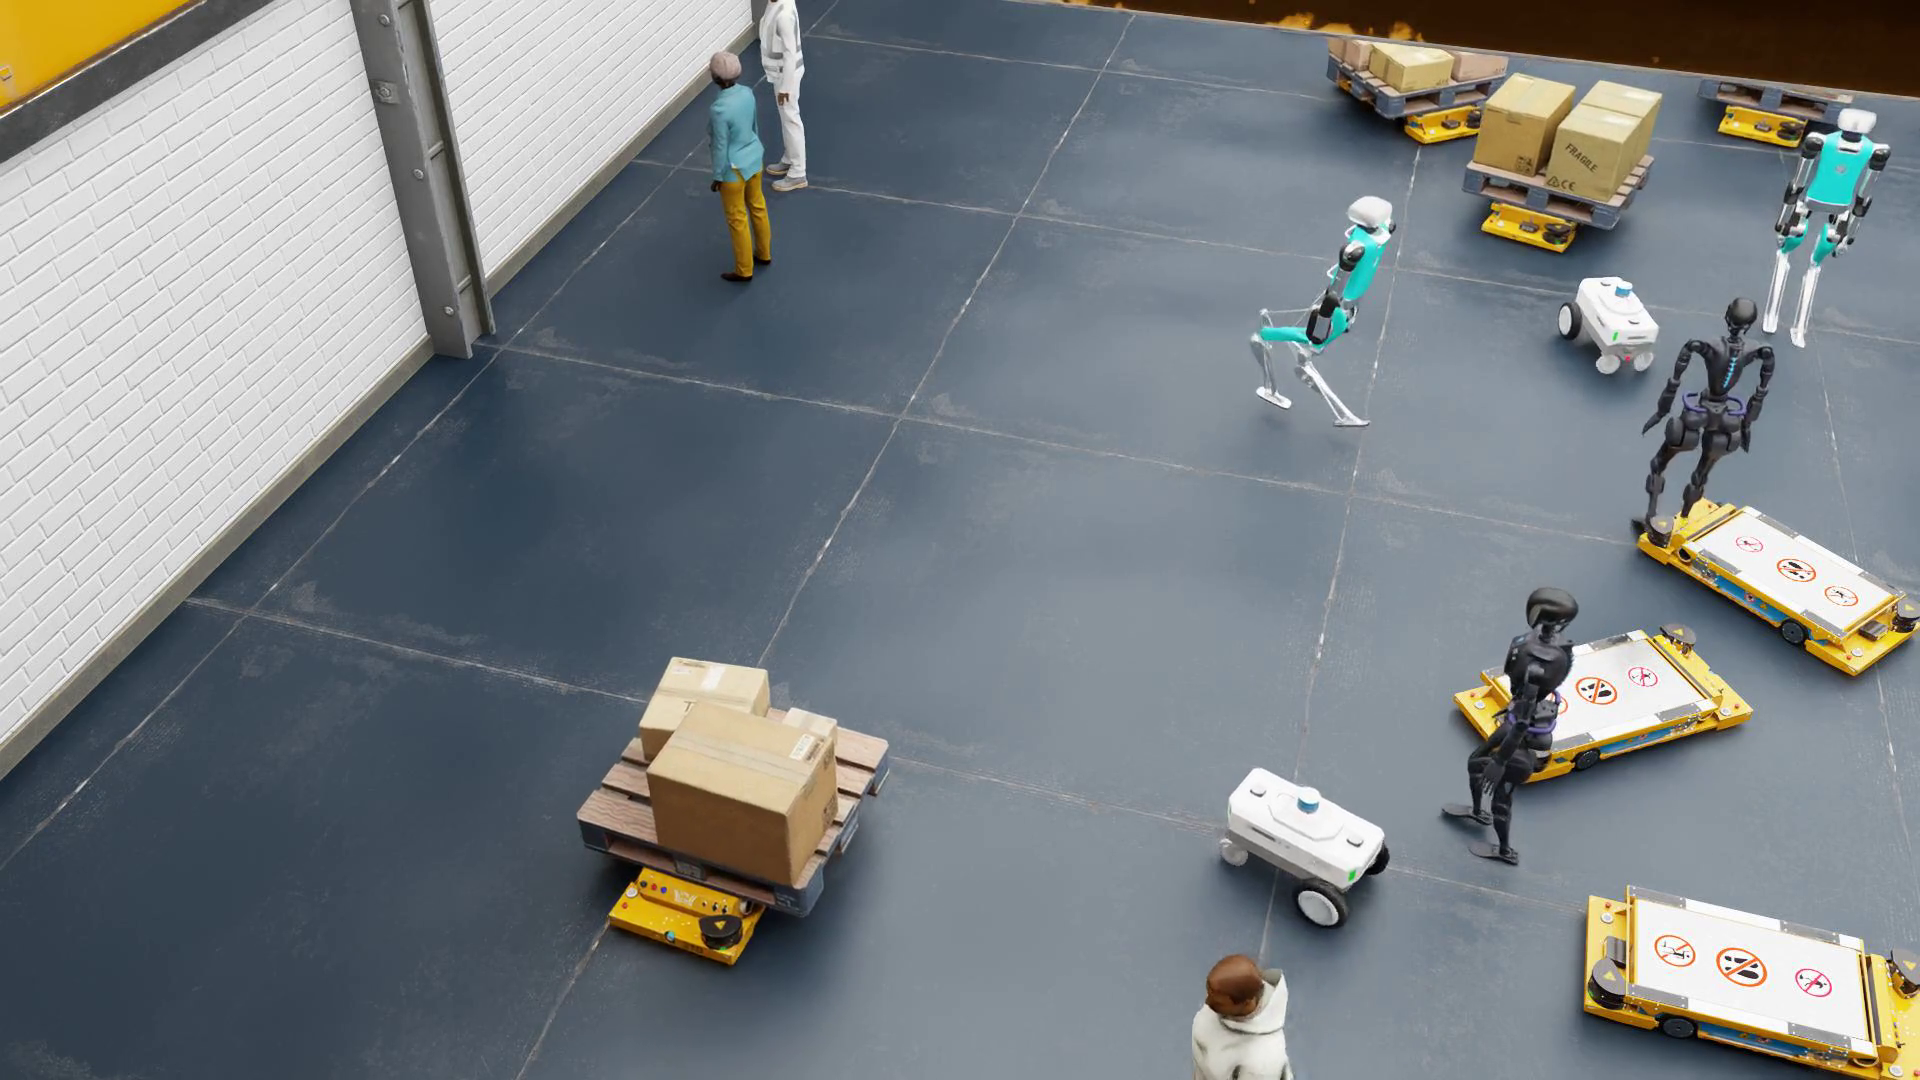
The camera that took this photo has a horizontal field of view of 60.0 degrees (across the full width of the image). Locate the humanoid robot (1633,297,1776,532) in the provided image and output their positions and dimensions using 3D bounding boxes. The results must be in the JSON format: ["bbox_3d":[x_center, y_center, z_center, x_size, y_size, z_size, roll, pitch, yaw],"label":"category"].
[{"bbox_3d":[4.360,-0.708,9.750,0.596,1.652,0.357,7,39,9],"label":"humanoid robot"}]

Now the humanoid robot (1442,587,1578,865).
[{"bbox_3d":[2.586,0.891,7.779,0.392,1.647,0.593,14,41,17],"label":"humanoid robot"}]

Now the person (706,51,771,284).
[{"bbox_3d":[-1.648,-2.731,12.215,0.346,1.754,0.521,19,43,22],"label":"person"}]

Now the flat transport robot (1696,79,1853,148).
[{"bbox_3d":[7.276,-3.913,14.872,0.659,0.231,1.431,20,43,23],"label":"flat transport robot"}]

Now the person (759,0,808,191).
[{"bbox_3d":[-1.429,-3.738,13.364,0.354,1.887,0.572,-7,39,-9],"label":"person"}]

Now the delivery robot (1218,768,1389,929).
[{"bbox_3d":[1.668,1.449,7.989,0.797,0.613,0.499,25,45,28],"label":"delivery robot"}]

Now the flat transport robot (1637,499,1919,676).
[{"bbox_3d":[4.781,0.220,9.731,0.659,0.231,1.431,-24,45,-27],"label":"flat transport robot"}]

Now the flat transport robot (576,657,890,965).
[{"bbox_3d":[-1.093,1.418,8.240,0.659,0.231,1.431,14,41,17],"label":"flat transport robot"}]

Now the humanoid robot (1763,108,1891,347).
[{"bbox_3d":[5.966,-2.233,11.594,0.533,1.779,0.687,14,41,17],"label":"humanoid robot"}]

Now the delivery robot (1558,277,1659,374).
[{"bbox_3d":[4.606,-1.547,11.712,0.524,0.610,0.781,-3,39,-3],"label":"delivery robot"}]

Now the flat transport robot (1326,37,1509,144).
[{"bbox_3d":[4.047,-3.964,14.935,0.659,0.231,1.431,-14,41,-17],"label":"flat transport robot"}]

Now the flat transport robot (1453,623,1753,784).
[{"bbox_3d":[3.457,0.864,8.930,1.431,0.231,0.659,-12,40,-15],"label":"flat transport robot"}]

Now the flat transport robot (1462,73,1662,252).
[{"bbox_3d":[4.789,-2.762,13.440,0.659,0.231,1.431,23,44,26],"label":"flat transport robot"}]

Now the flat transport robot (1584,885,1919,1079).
[{"bbox_3d":[3.583,2.009,7.506,1.431,0.231,0.659,11,40,14],"label":"flat transport robot"}]

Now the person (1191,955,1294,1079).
[{"bbox_3d":[1.001,2.128,6.205,0.981,1.698,0.549,-12,40,-14],"label":"person"}]

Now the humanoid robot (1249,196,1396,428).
[{"bbox_3d":[2.249,-1.470,10.641,1.017,1.708,0.531,26,46,29],"label":"humanoid robot"}]
